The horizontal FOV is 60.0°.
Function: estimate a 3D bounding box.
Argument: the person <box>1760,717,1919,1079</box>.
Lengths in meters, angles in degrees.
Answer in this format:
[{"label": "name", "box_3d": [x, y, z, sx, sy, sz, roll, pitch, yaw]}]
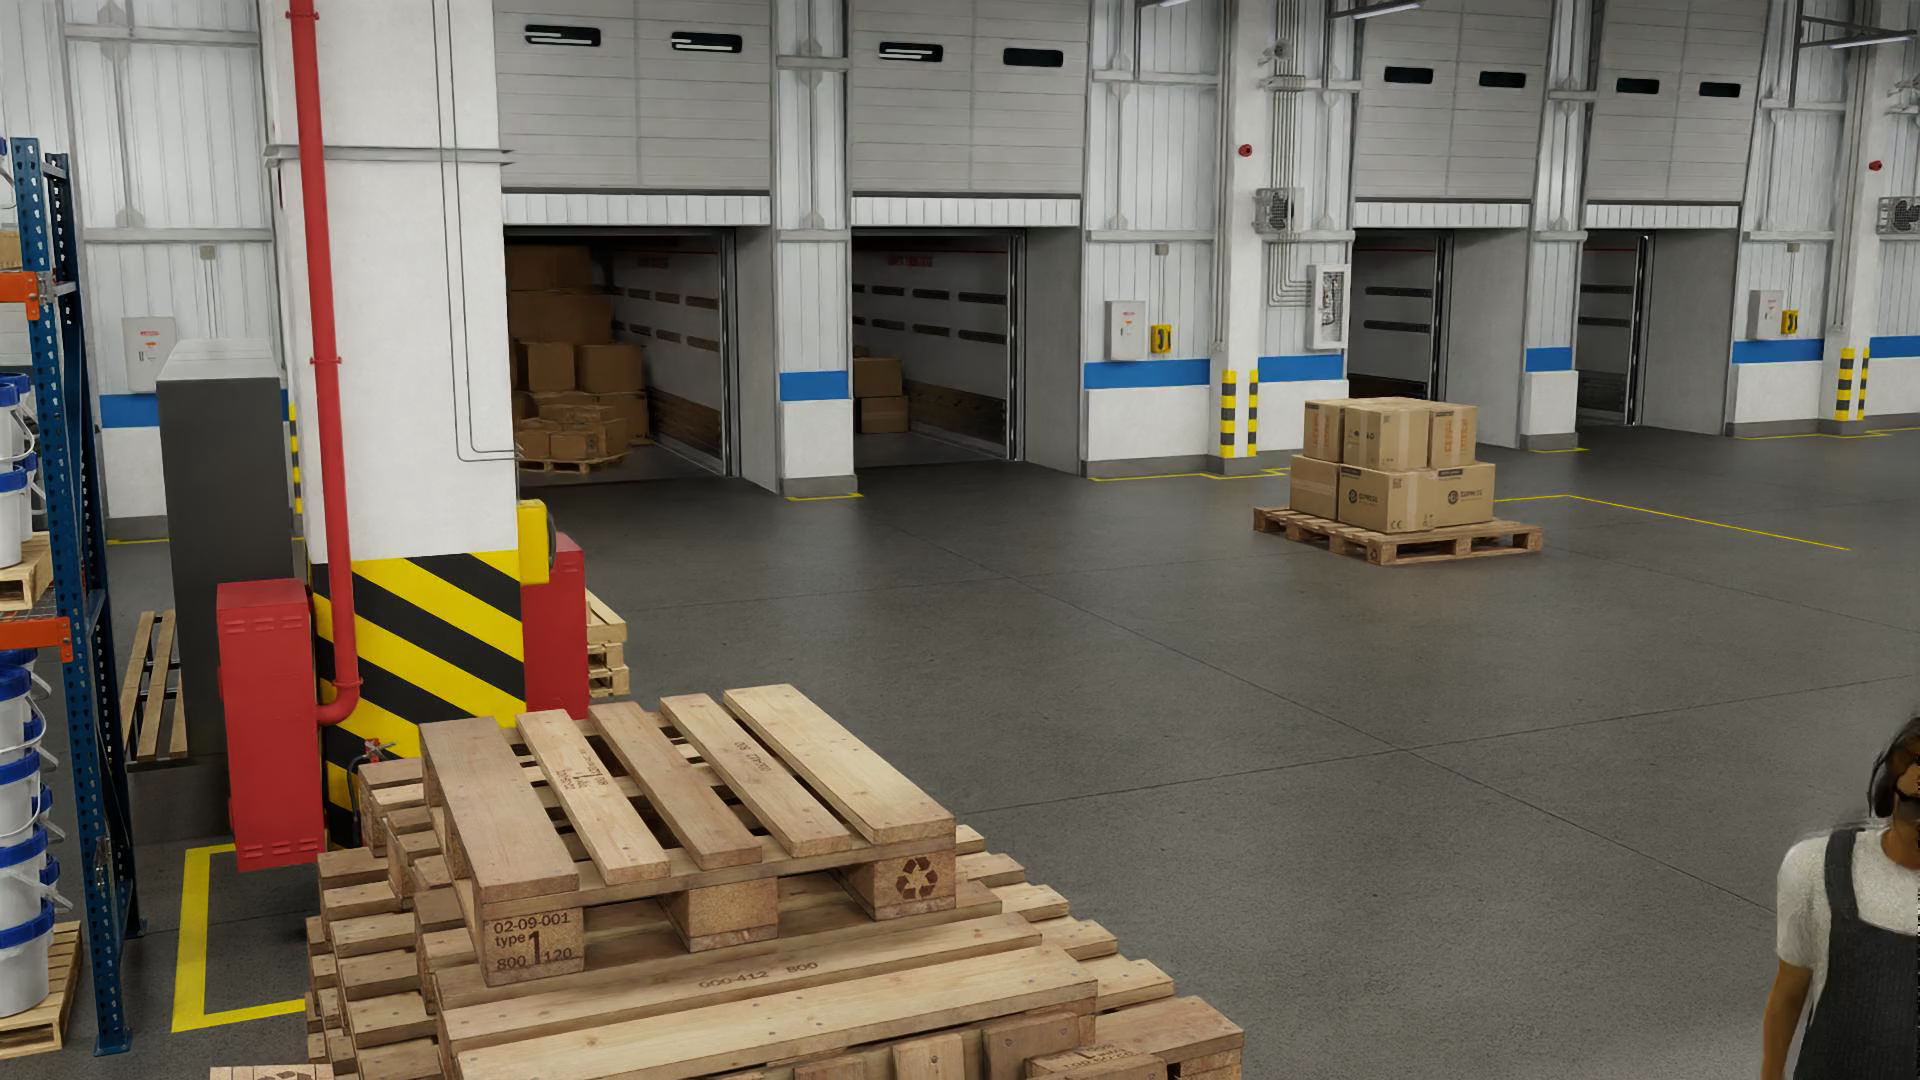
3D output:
[{"label": "person", "box_3d": [1.978, 1.211, 3.537, 0.517, 1.798, 0.971, 4, 11, 23]}]
